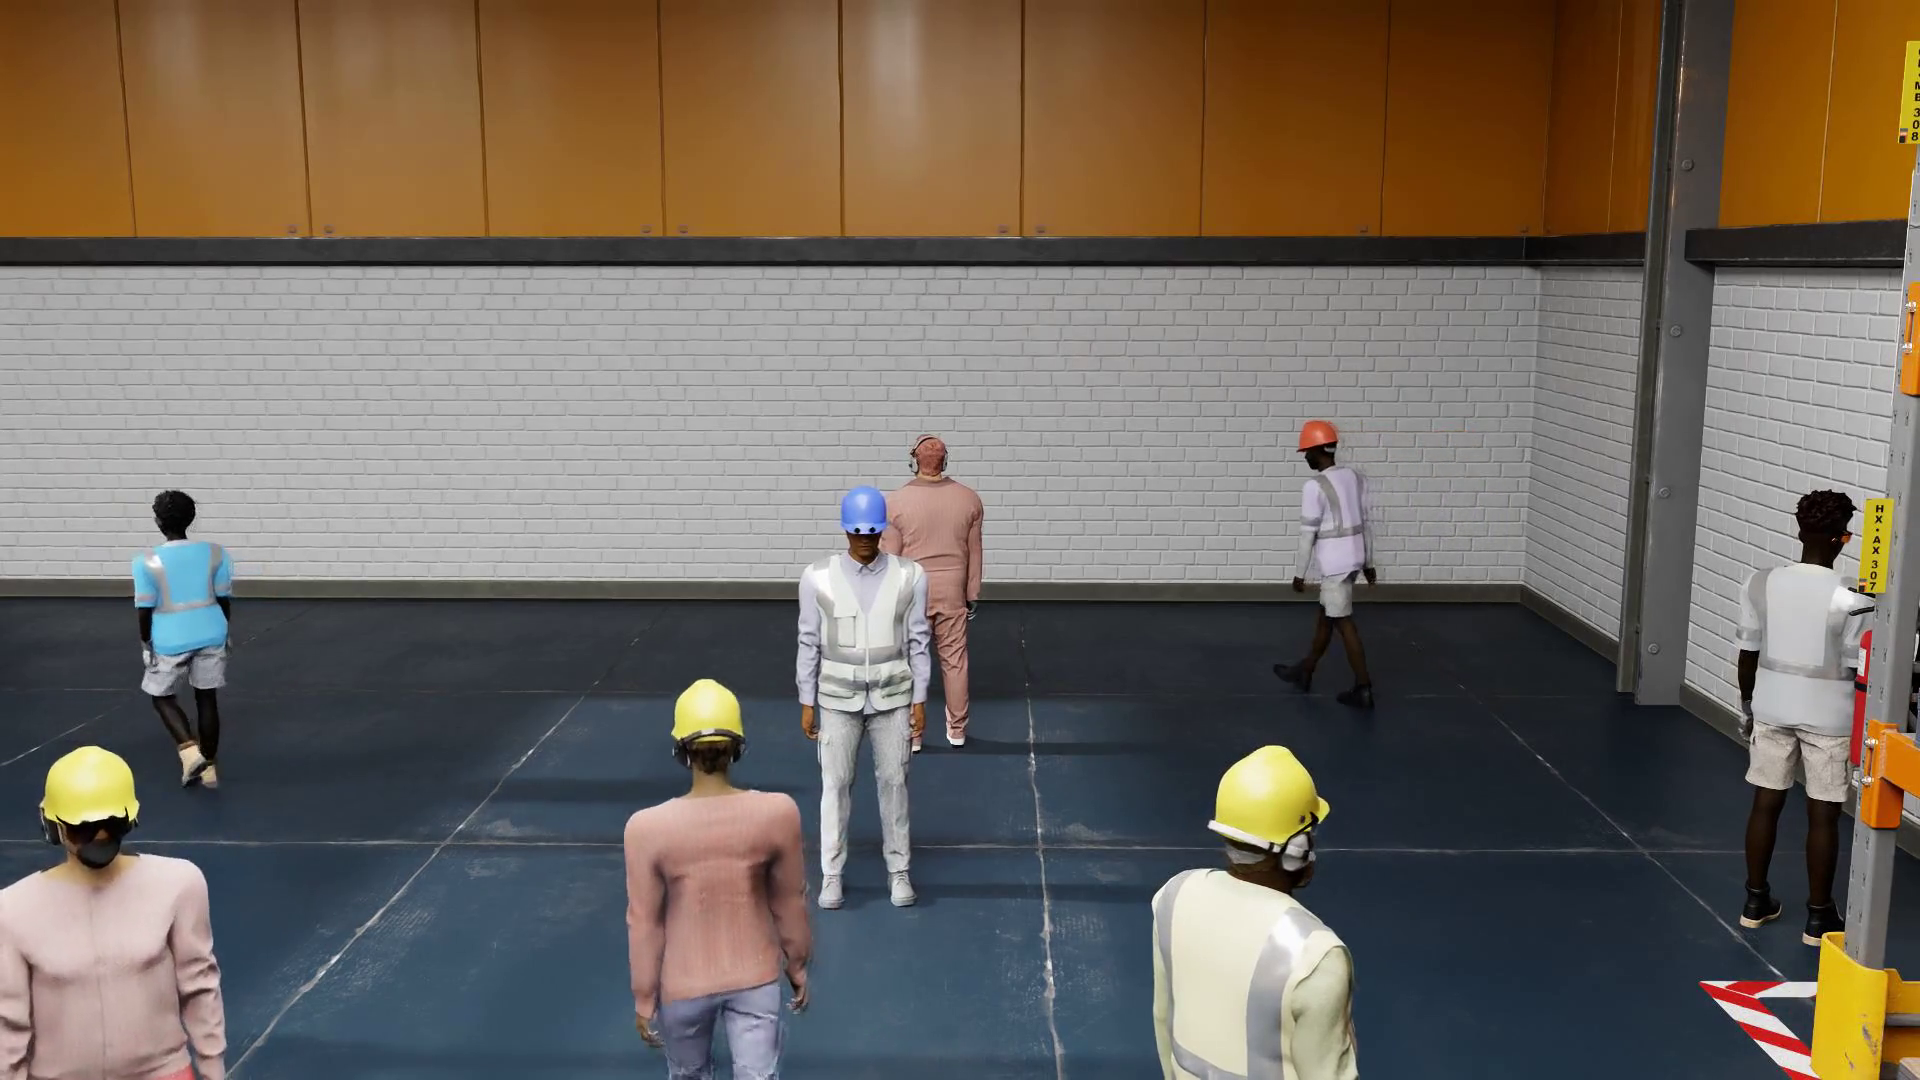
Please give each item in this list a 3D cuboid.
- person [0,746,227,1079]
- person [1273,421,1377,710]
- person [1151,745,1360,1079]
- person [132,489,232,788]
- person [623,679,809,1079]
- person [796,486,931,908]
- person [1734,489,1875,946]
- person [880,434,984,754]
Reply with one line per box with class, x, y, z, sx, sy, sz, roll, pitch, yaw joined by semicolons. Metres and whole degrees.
person;-2.100;1.369;4.115;0.546;1.764;0.370;-6;11;-31
person;2.400;0.149;11.048;0.937;1.878;0.569;9;13;44
person;0.702;1.372;3.862;0.404;1.837;0.592;-7;11;-34
person;-4.231;0.564;9.143;0.427;1.687;0.533;9;13;44
person;-0.679;1.269;4.766;0.535;1.739;0.758;-3;10;-17
person;-0.434;0.711;7.524;0.610;1.938;0.410;-1;10;-7
person;3.649;0.755;7.171;0.366;1.967;0.602;-7;12;-37
person;-0.183;0.321;9.940;0.641;1.913;0.407;-4;10;-20
